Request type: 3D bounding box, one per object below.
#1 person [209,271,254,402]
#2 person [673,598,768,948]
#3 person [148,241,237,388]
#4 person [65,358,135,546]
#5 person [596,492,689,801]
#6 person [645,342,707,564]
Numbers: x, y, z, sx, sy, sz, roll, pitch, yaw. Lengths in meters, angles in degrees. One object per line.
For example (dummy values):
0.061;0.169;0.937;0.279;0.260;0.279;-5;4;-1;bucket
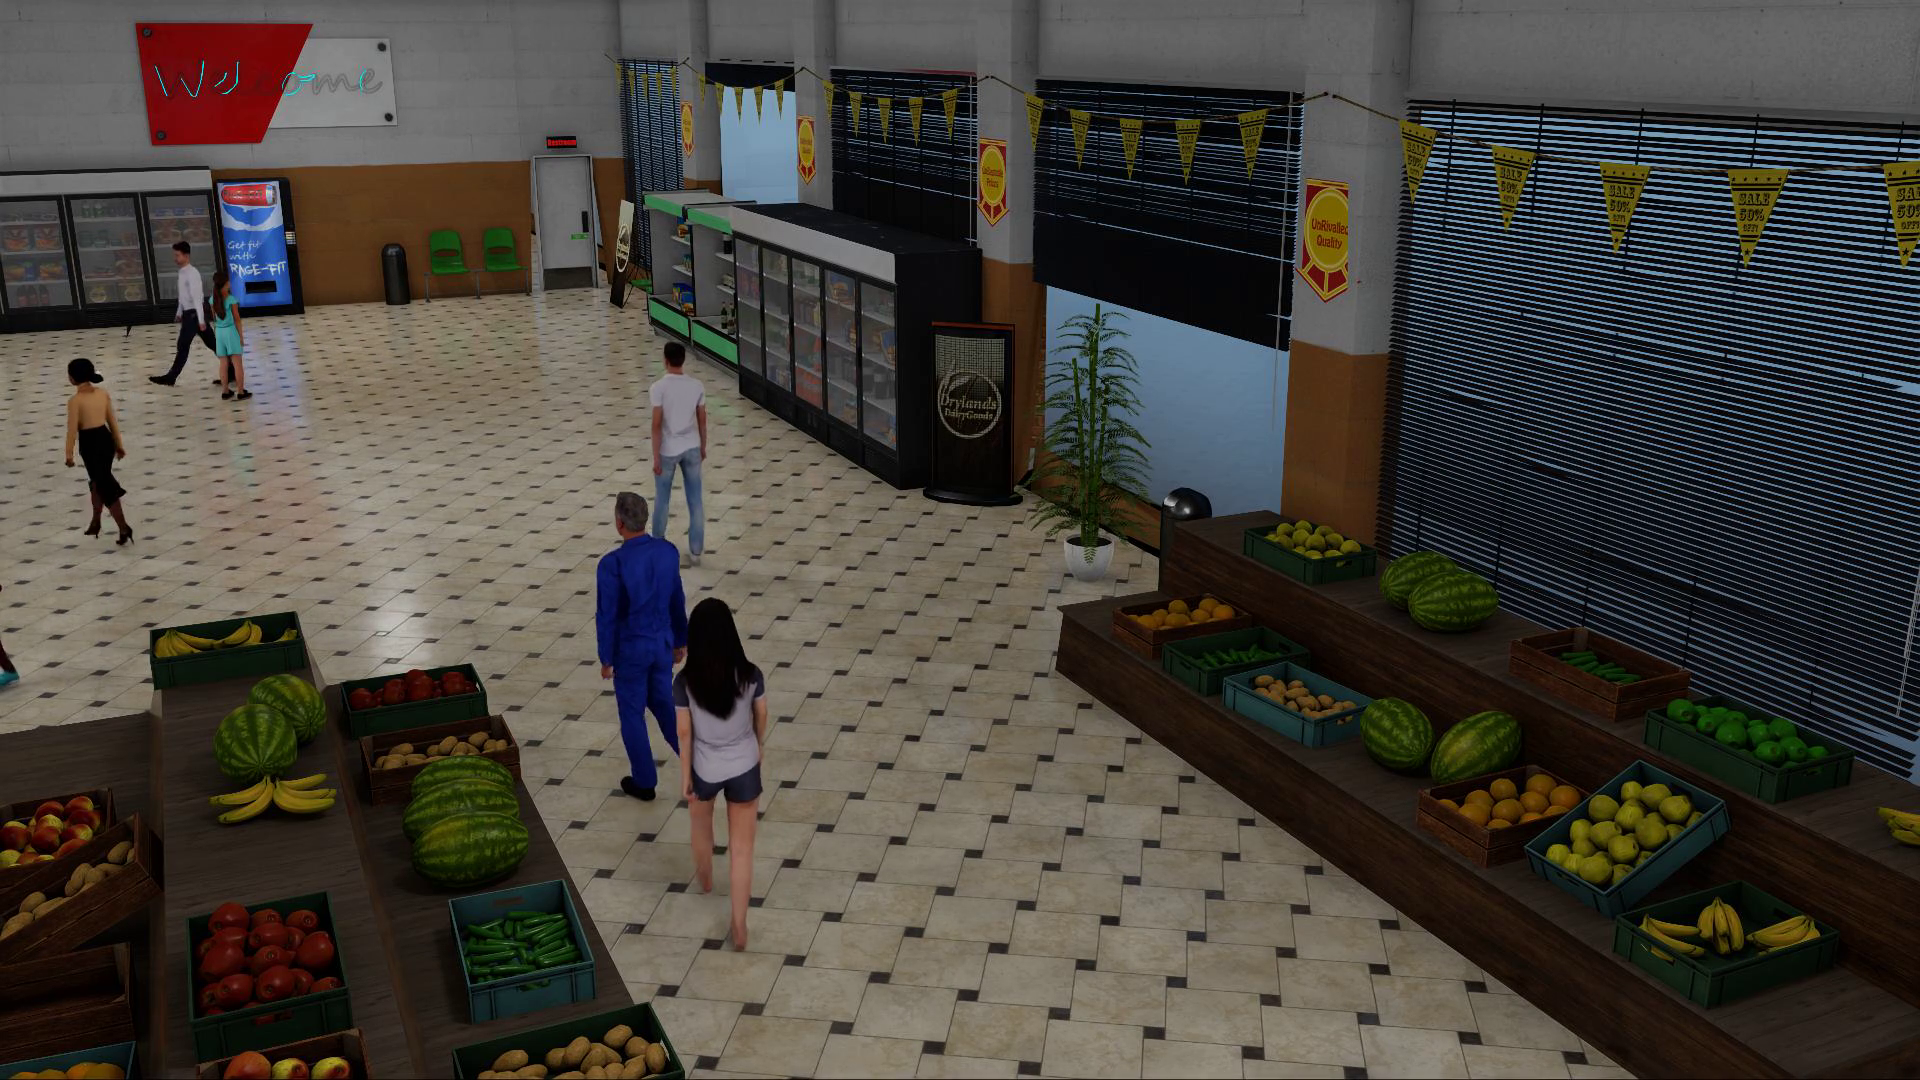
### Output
-8.872;-2.479;20.152;0.631;1.557;0.667;3;17;9;person
-1.127;1.155;7.996;0.777;1.666;1.063;-3;17;-9;person
-9.390;-2.776;20.679;0.778;1.819;1.182;-6;18;-20;person
-7.324;-0.729;14.258;0.940;1.633;0.888;5;18;17;person
-1.743;0.642;9.428;0.967;1.816;0.893;15;23;41;person
-2.299;-0.691;13.819;0.744;1.814;1.090;-10;19;-29;person
